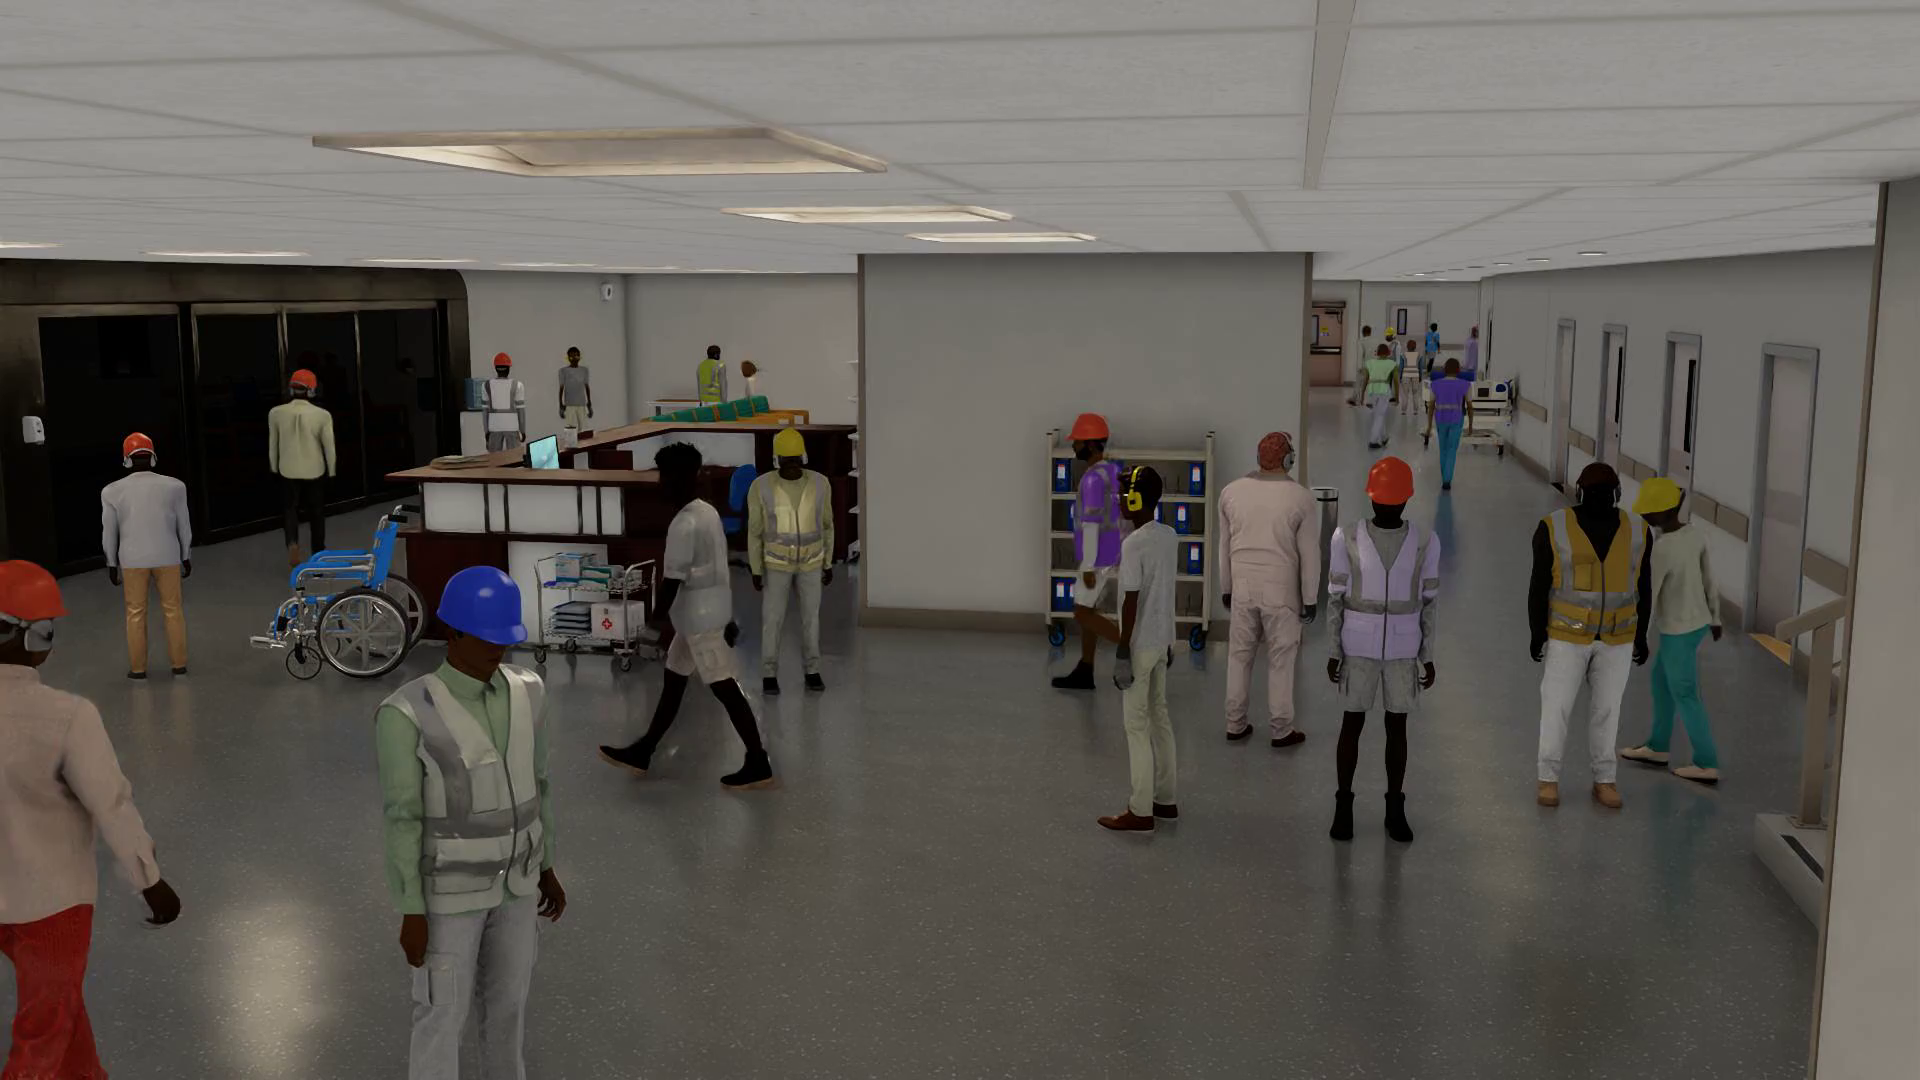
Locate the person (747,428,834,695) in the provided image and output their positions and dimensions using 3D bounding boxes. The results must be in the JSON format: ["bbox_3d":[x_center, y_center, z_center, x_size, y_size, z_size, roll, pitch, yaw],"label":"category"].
[{"bbox_3d":[-1.140,0.145,11.262,0.598,1.819,0.427,-3,9,-17],"label":"person"}]

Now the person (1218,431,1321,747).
[{"bbox_3d":[1.867,0.296,10.006,0.648,1.901,0.399,6,10,34],"label":"person"}]

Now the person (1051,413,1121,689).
[{"bbox_3d":[0.975,0.100,11.228,0.653,1.920,0.550,3,9,17],"label":"person"}]

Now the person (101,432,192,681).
[{"bbox_3d":[-5.701,0.117,11.683,0.566,1.743,0.361,-5,10,-30],"label":"person"}]

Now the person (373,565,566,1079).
[{"bbox_3d":[-1.439,1.030,4.984,0.400,1.938,0.602,6,10,33],"label":"person"}]

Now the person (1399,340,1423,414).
[{"bbox_3d":[9.879,-3.565,36.466,0.514,1.641,0.309,1,9,6],"label":"person"}]

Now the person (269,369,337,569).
[{"bbox_3d":[-6.390,-0.676,16.179,0.647,1.973,0.729,-2,9,-11],"label":"person"}]

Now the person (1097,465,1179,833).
[{"bbox_3d":[0.930,0.549,8.446,0.317,1.860,0.513,6,10,33],"label":"person"}]

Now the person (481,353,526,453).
[{"bbox_3d":[-5.885,-1.453,21.502,0.546,1.929,0.387,0,9,-2],"label":"person"}]

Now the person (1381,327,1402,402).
[{"bbox_3d":[10.450,-4.261,40.486,0.403,1.824,0.594,-6,10,-33],"label":"person"}]

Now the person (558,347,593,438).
[{"bbox_3d":[-5.967,-2.076,25.883,0.532,1.859,0.356,-6,10,-35],"label":"person"}]

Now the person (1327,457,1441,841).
[{"bbox_3d":[2.095,0.542,8.256,0.543,1.928,0.374,1,9,7],"label":"person"}]

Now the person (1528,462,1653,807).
[{"bbox_3d":[3.335,0.503,8.807,0.634,1.842,0.429,1,9,6],"label":"person"}]

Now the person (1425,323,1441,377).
[{"bbox_3d":[14.905,-5.983,52.363,0.607,1.678,0.539,-4,9,-25],"label":"person"}]

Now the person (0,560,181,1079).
[{"bbox_3d":[-2.714,1.026,4.948,0.624,1.955,0.886,3,9,19],"label":"person"}]

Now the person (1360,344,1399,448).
[{"bbox_3d":[7.326,-2.502,28.928,0.600,1.783,0.964,6,10,33],"label":"person"}]

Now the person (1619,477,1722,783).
[{"bbox_3d":[3.955,0.491,9.289,0.593,1.708,0.676,-8,12,-44],"label":"person"}]

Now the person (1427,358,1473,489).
[{"bbox_3d":[6.795,-1.618,23.037,0.584,1.797,0.965,4,9,25],"label":"person"}]

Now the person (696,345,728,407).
[{"bbox_3d":[-4.086,-2.307,27.533,0.643,1.833,0.431,7,11,39],"label":"person"}]

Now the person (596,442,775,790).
[{"bbox_3d":[-1.499,0.423,9.093,1.050,1.900,0.612,0,9,1],"label":"person"}]

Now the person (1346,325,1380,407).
[{"bbox_3d":[9.452,-4.062,38.923,0.636,1.901,0.948,-4,9,-22],"label":"person"}]
